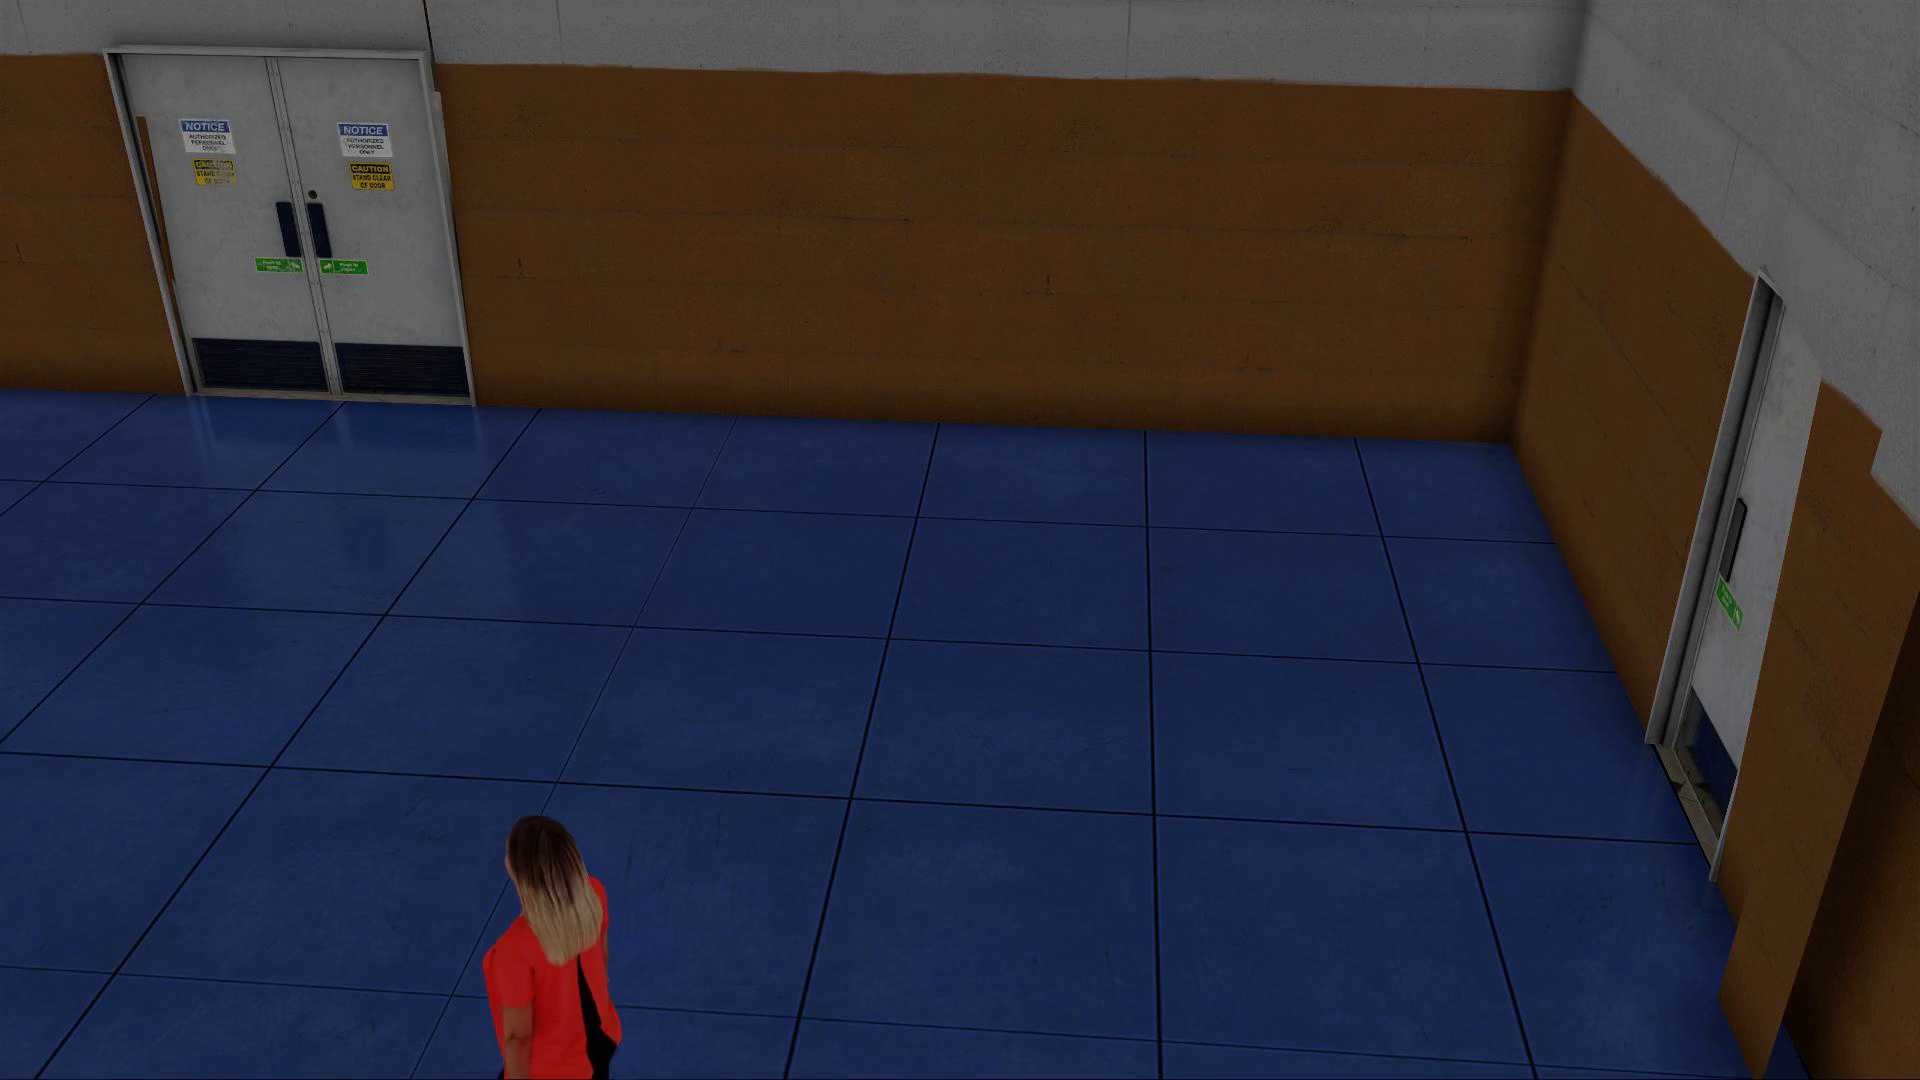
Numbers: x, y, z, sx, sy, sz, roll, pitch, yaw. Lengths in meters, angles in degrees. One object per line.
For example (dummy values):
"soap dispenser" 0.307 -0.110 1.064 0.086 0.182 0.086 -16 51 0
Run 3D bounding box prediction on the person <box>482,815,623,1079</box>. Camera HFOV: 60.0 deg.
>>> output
"person" -1.085 1.542 4.852 0.810 1.682 0.800 13 31 23
